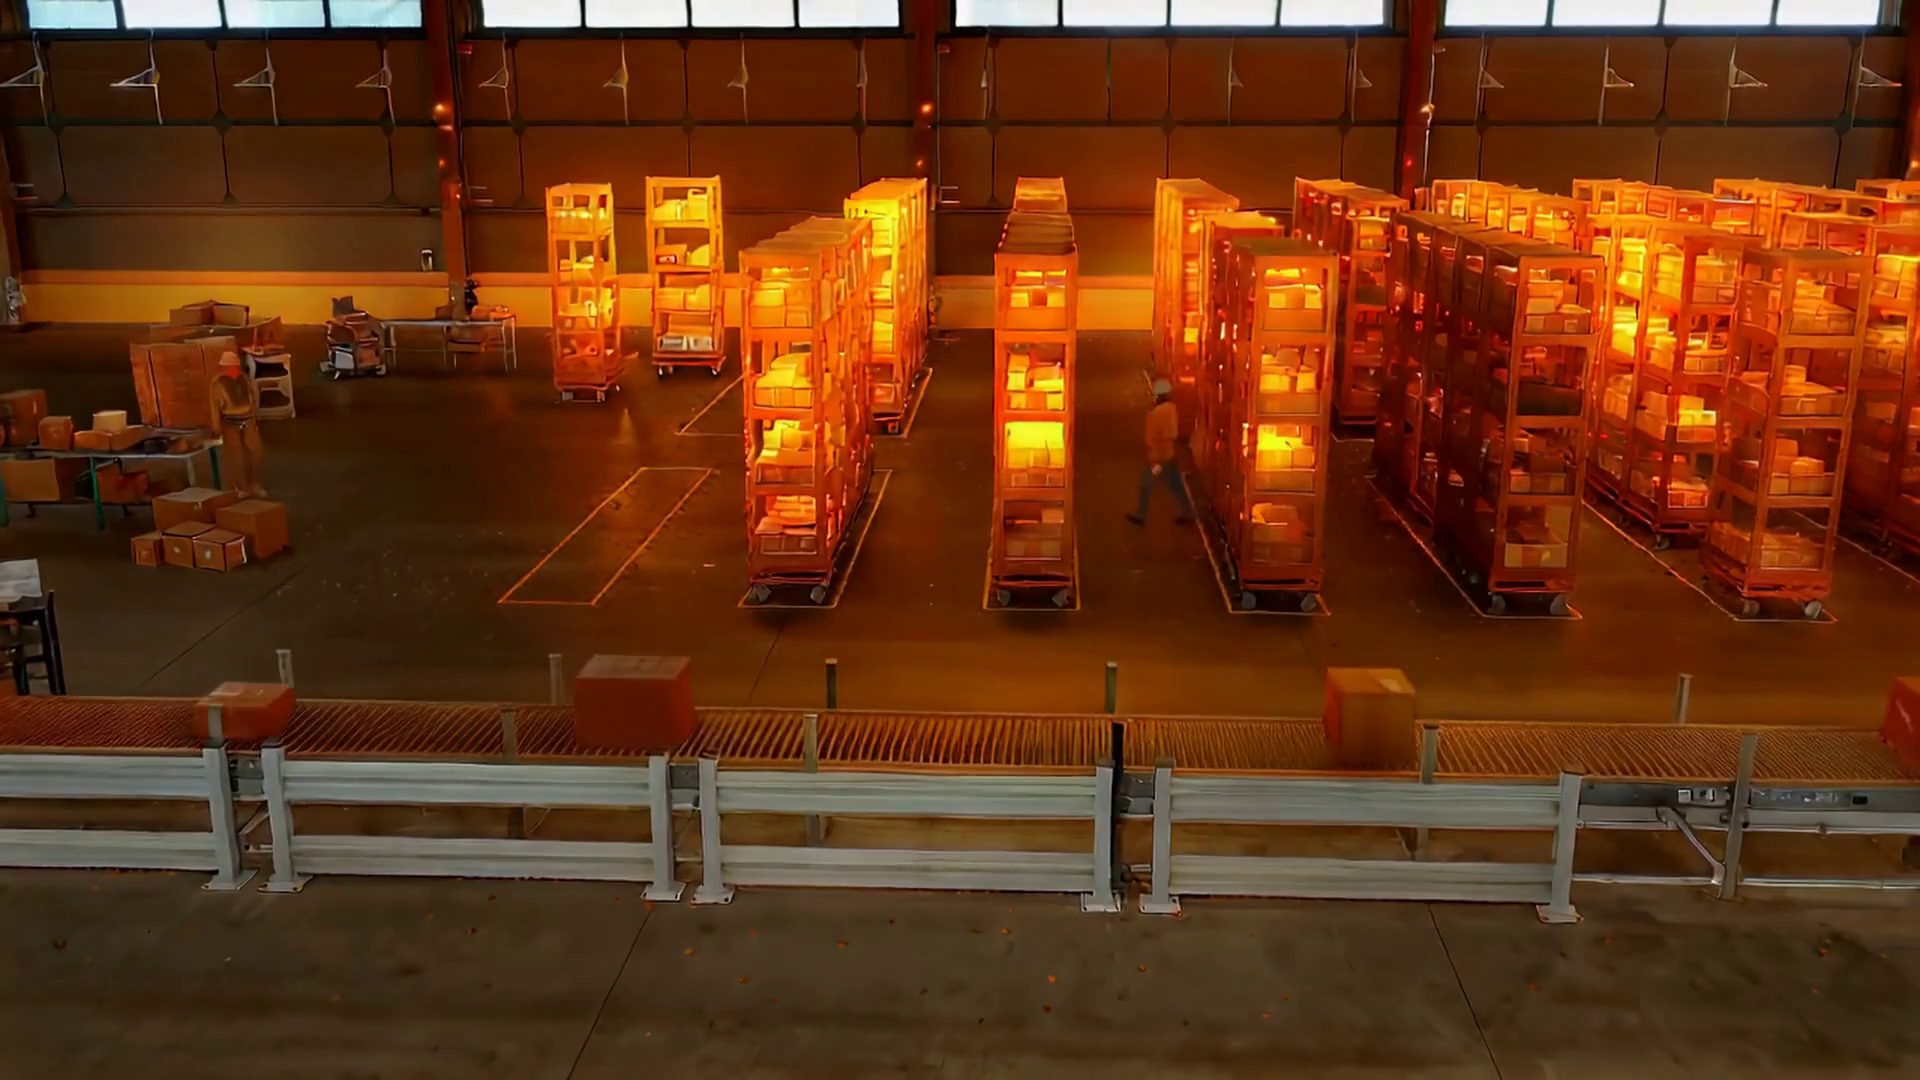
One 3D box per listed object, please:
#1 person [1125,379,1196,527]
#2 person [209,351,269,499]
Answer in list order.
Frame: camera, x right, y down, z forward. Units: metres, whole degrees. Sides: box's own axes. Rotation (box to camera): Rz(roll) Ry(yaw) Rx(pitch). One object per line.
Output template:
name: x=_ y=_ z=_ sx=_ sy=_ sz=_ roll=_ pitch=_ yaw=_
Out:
person: x=2.460 y=-1.035 z=20.003 sx=0.854 sy=1.790 sz=0.602 roll=10 pitch=18 yaw=34
person: x=-9.201 y=-1.454 z=21.273 sx=0.627 sy=1.927 sz=0.653 roll=12 pitch=19 yaw=37
